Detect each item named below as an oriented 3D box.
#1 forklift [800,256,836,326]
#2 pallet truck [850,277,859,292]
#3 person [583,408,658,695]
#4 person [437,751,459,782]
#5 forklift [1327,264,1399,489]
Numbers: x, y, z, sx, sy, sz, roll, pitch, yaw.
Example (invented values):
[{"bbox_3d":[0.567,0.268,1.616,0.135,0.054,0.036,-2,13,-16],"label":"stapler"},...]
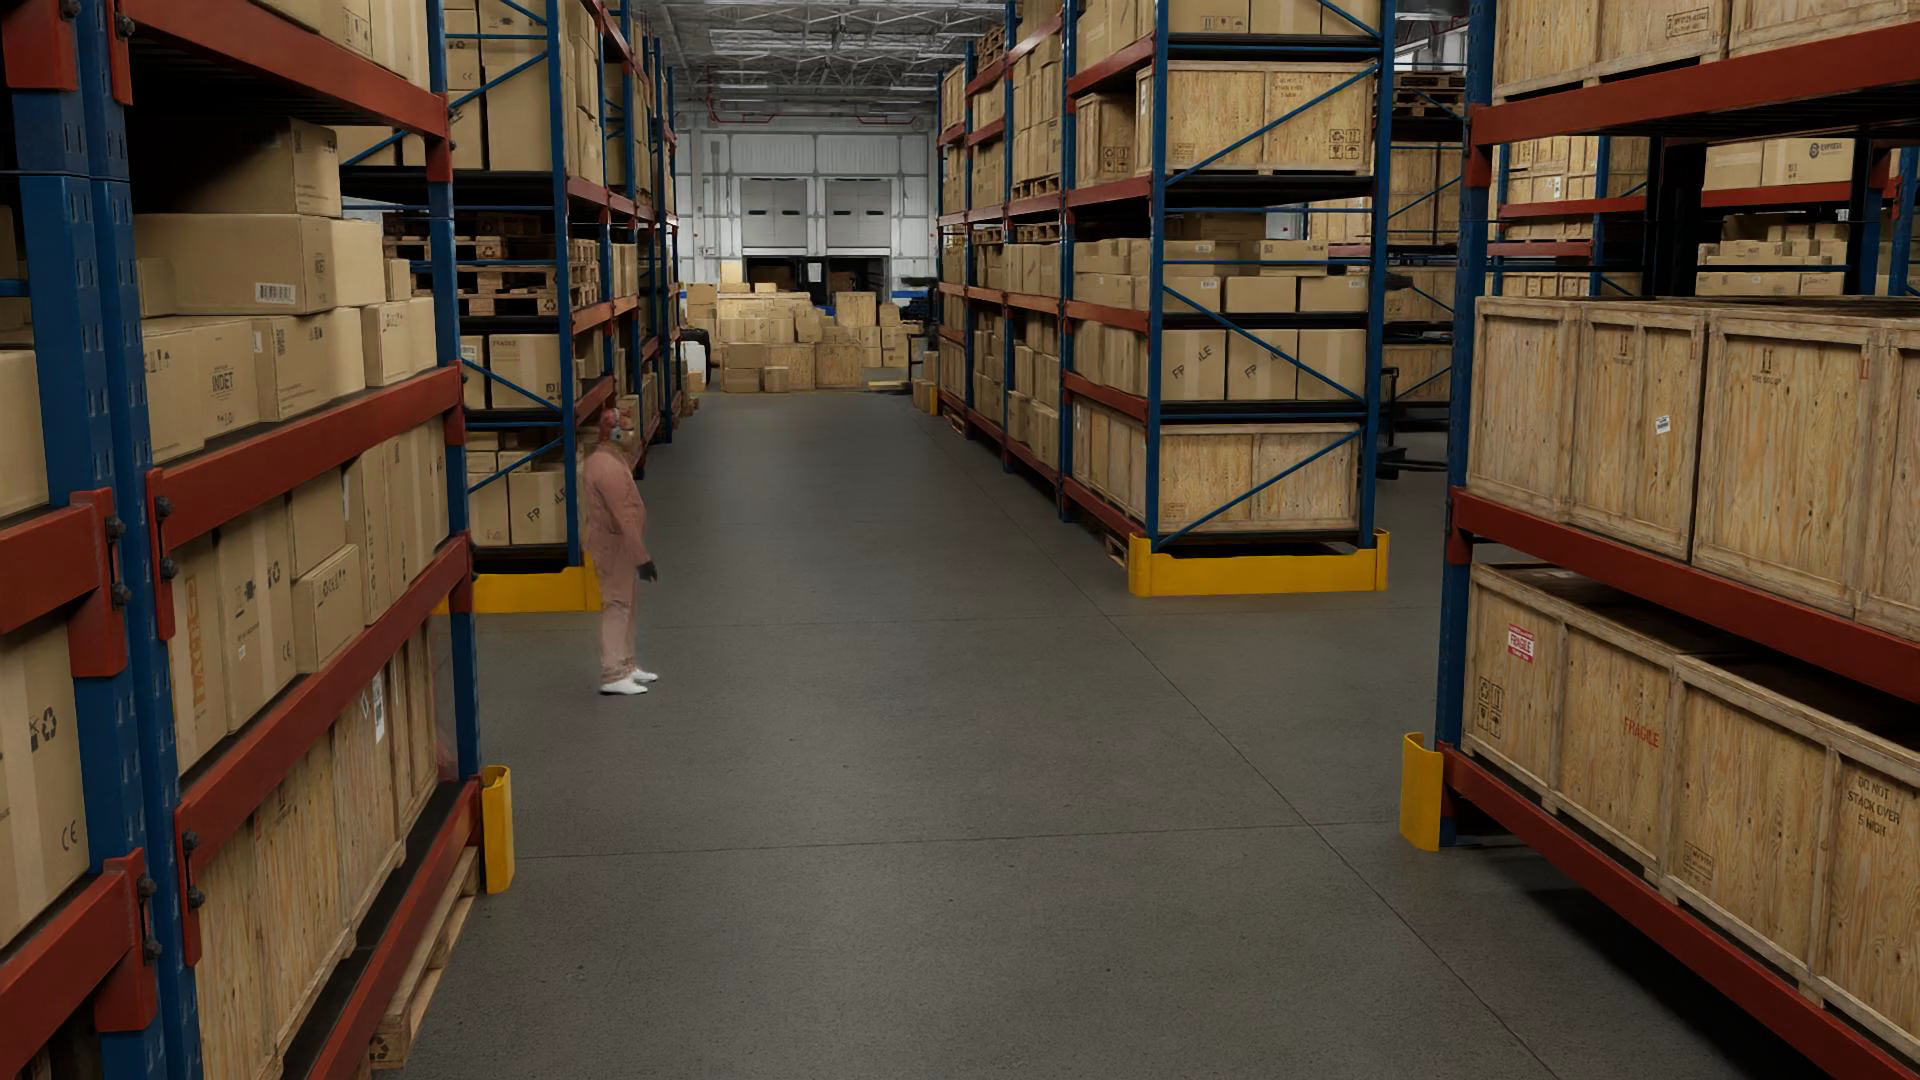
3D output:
[{"bbox_3d":[-5.119,-8.590,58.575,1.129,2.768,1.873,-6,12,-33],"label":"forklift"},{"bbox_3d":[-3.782,-9.391,65.808,1.885,1.965,0.823,2,10,10],"label":"pallet truck"},{"bbox_3d":[-2.247,0.077,10.960,0.424,1.903,0.669,-2,10,-13],"label":"person"},{"bbox_3d":[-2.944,0.571,8.213,0.973,1.864,0.641,-1,10,-8],"label":"person"},{"bbox_3d":[4.510,-2.154,21.106,1.873,2.768,1.129,8,12,38],"label":"forklift"}]
